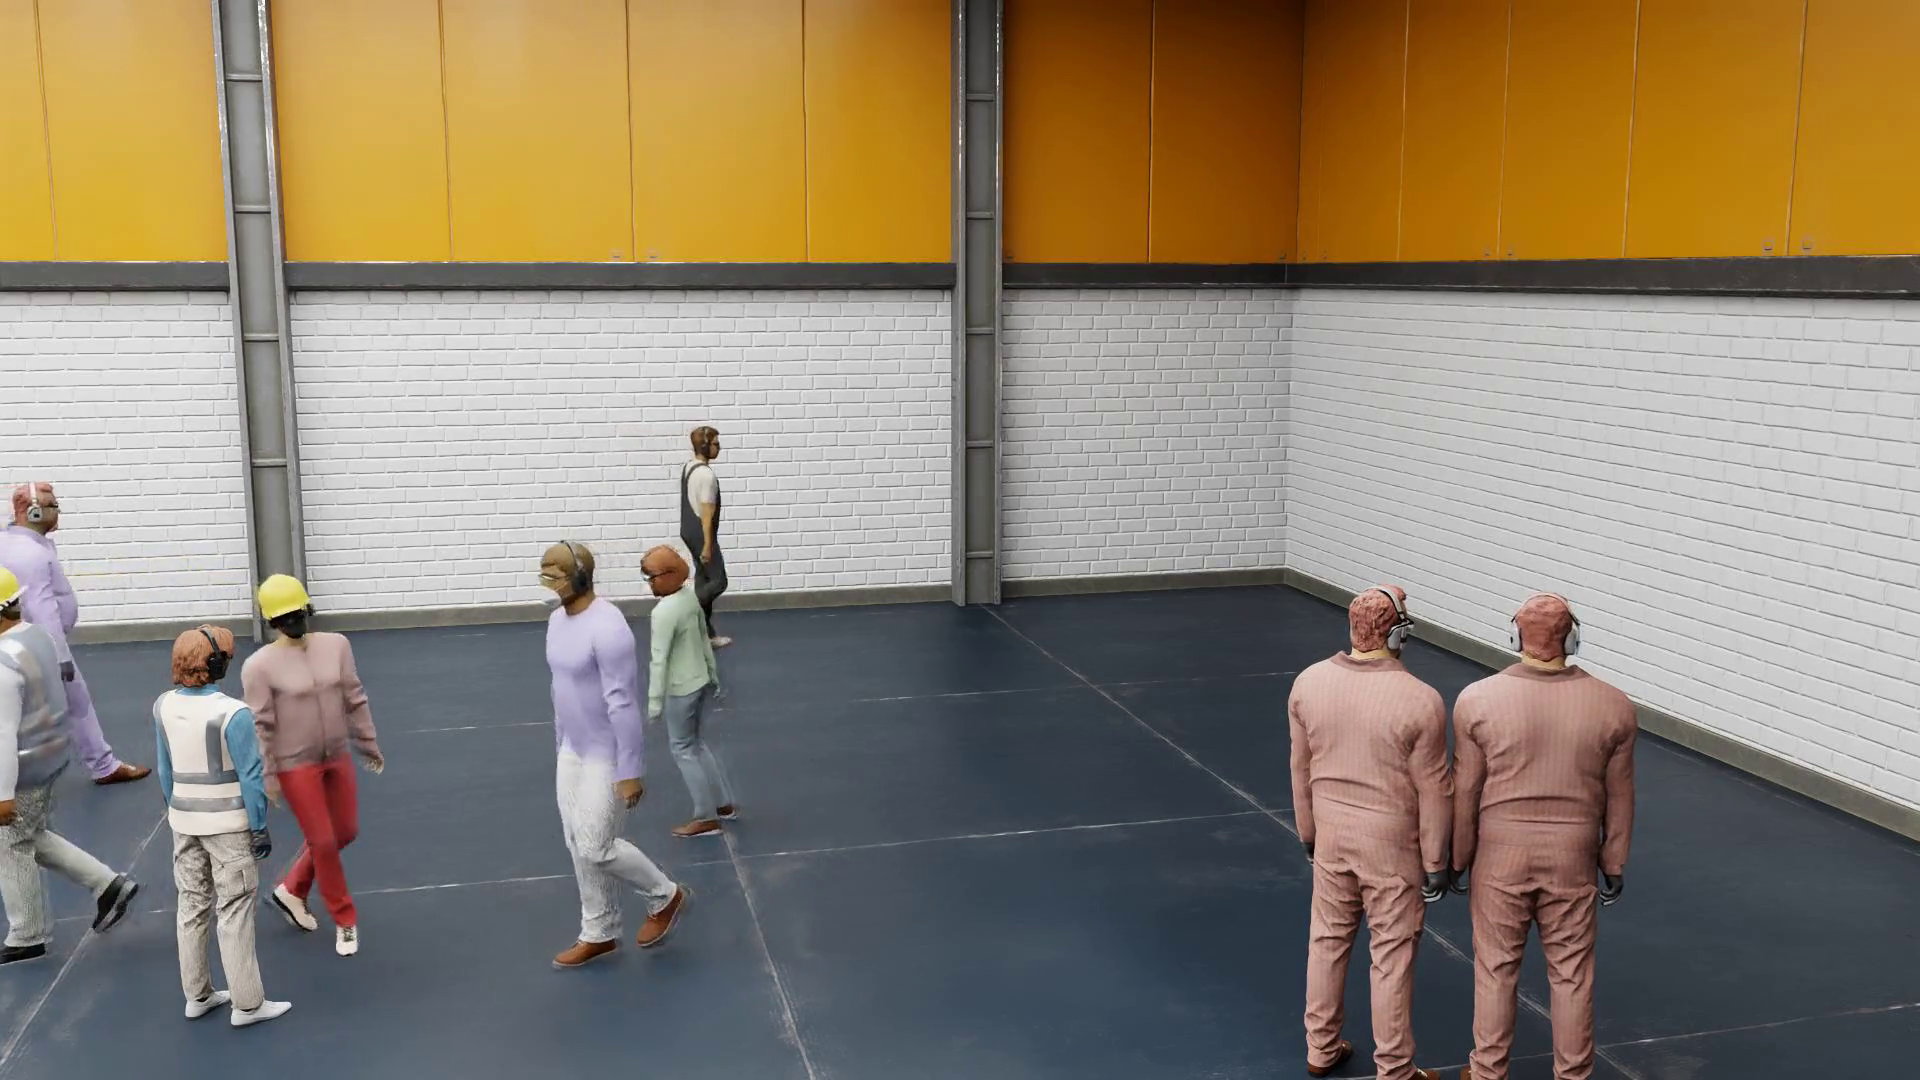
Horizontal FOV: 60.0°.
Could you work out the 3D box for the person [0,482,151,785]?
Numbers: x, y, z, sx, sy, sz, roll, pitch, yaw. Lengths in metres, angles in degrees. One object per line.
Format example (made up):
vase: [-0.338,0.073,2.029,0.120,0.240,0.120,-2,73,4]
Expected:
person: [-5.297,0.594,9.531,1.008,1.860,0.666,-6,11,-31]

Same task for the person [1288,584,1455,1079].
person: [1.529,1.107,6.150,0.643,1.909,0.410,9,13,43]

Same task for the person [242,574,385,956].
person: [-2.925,0.984,7.485,0.581,1.725,0.586,6,11,31]

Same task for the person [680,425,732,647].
person: [-2.113,-0.006,13.349,0.500,1.832,0.505,-5,10,-29]

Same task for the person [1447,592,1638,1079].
person: [2.075,1.130,6.014,0.652,1.904,0.403,1,9,8]

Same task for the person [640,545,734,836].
person: [-1.496,0.809,8.925,0.409,1.605,0.525,2,9,10]

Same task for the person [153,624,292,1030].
person: [-2.995,1.153,6.691,0.513,1.641,0.307,4,10,22]

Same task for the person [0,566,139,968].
person: [-4.033,0.977,7.268,0.587,1.808,0.599,-2,9,-14]

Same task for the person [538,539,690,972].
person: [-1.536,0.931,7.224,0.547,1.916,0.674,-7,12,-38]
